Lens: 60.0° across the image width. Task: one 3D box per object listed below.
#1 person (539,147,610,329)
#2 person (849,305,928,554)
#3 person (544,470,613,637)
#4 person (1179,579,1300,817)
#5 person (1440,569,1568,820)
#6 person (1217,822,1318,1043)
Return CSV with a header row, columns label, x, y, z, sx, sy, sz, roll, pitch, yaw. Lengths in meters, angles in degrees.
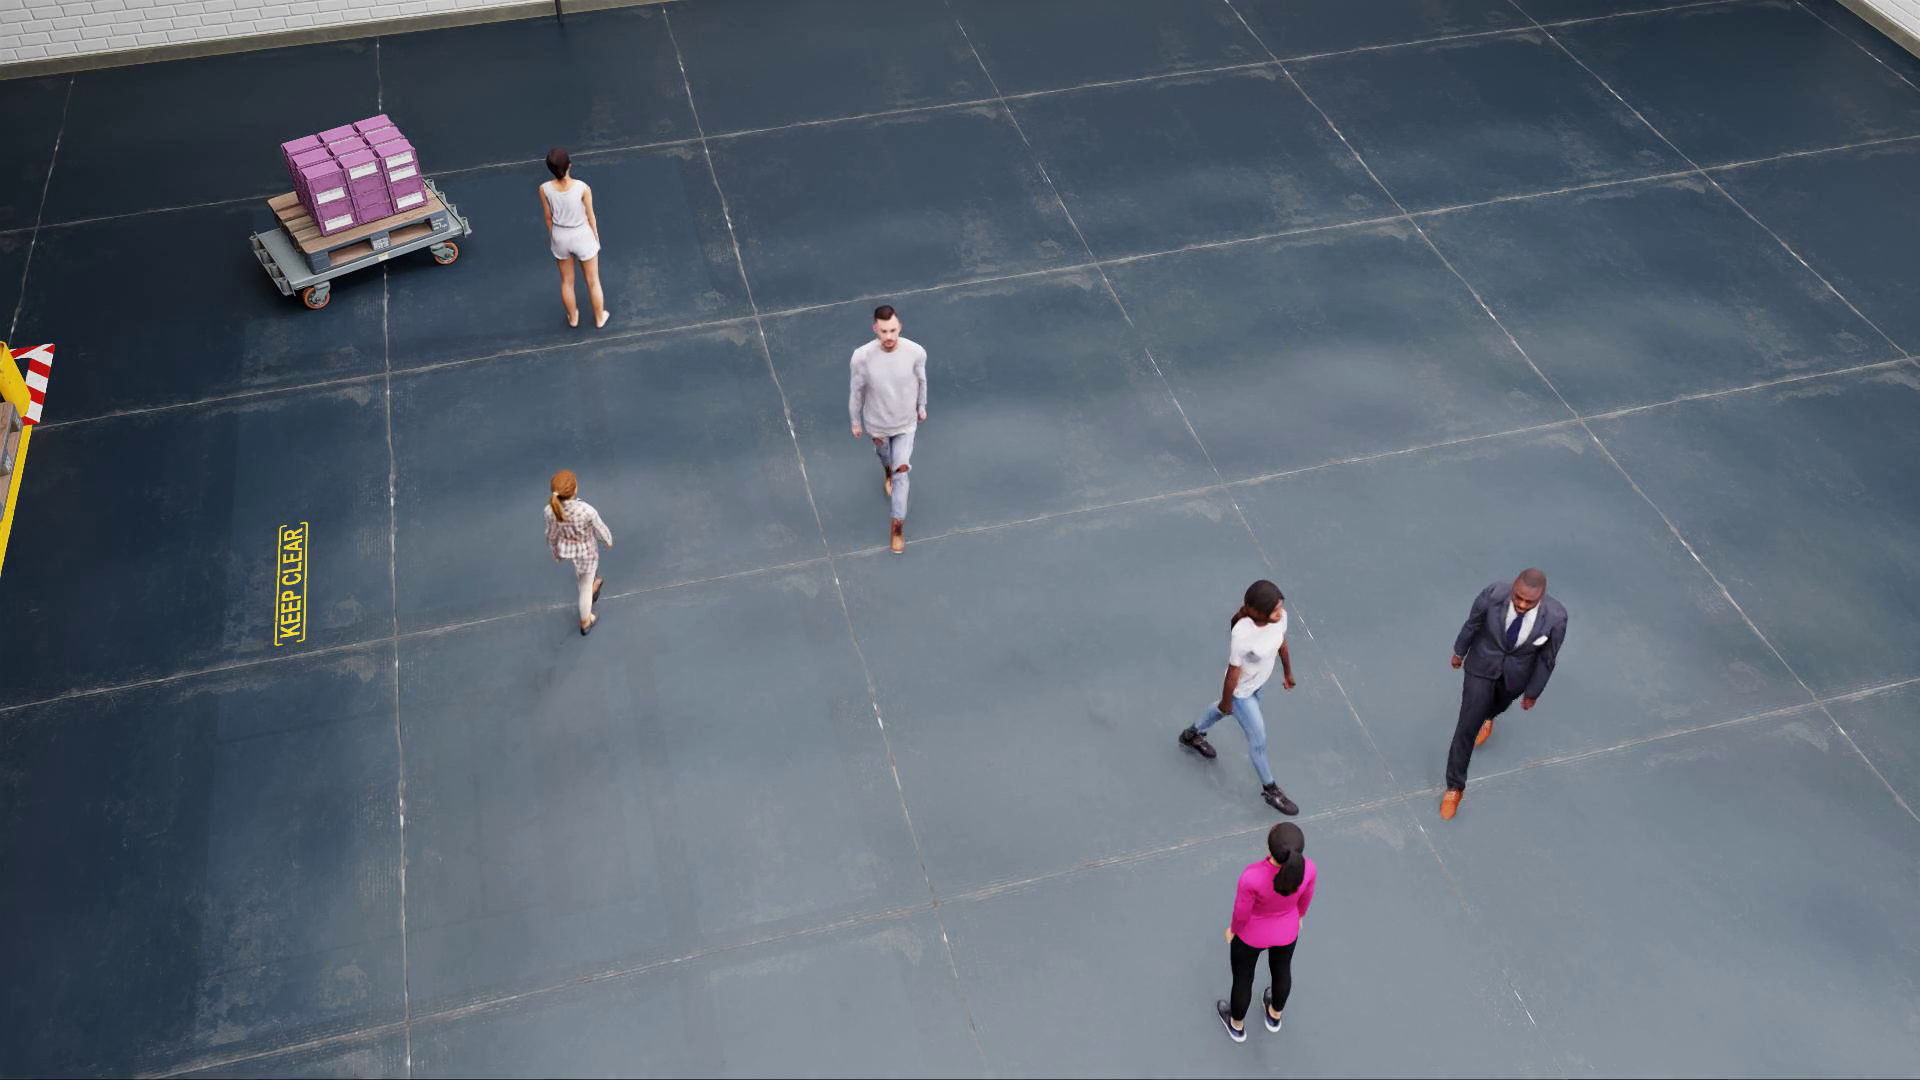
label,x,y,z,sx,sy,sz,roll,pitch,yaw
person,-3.099,-2.408,13.316,0.604,1.609,0.587,0,44,0
person,-0.500,-0.899,11.599,0.868,1.794,1.238,-2,44,-2
person,-2.522,0.118,10.898,0.727,1.289,0.846,10,45,11
person,1.642,0.830,9.870,1.212,1.675,1.024,30,51,28
person,3.228,0.736,9.897,1.173,1.774,1.336,16,46,16
person,1.589,2.024,8.600,0.582,1.698,0.552,-9,44,-10
